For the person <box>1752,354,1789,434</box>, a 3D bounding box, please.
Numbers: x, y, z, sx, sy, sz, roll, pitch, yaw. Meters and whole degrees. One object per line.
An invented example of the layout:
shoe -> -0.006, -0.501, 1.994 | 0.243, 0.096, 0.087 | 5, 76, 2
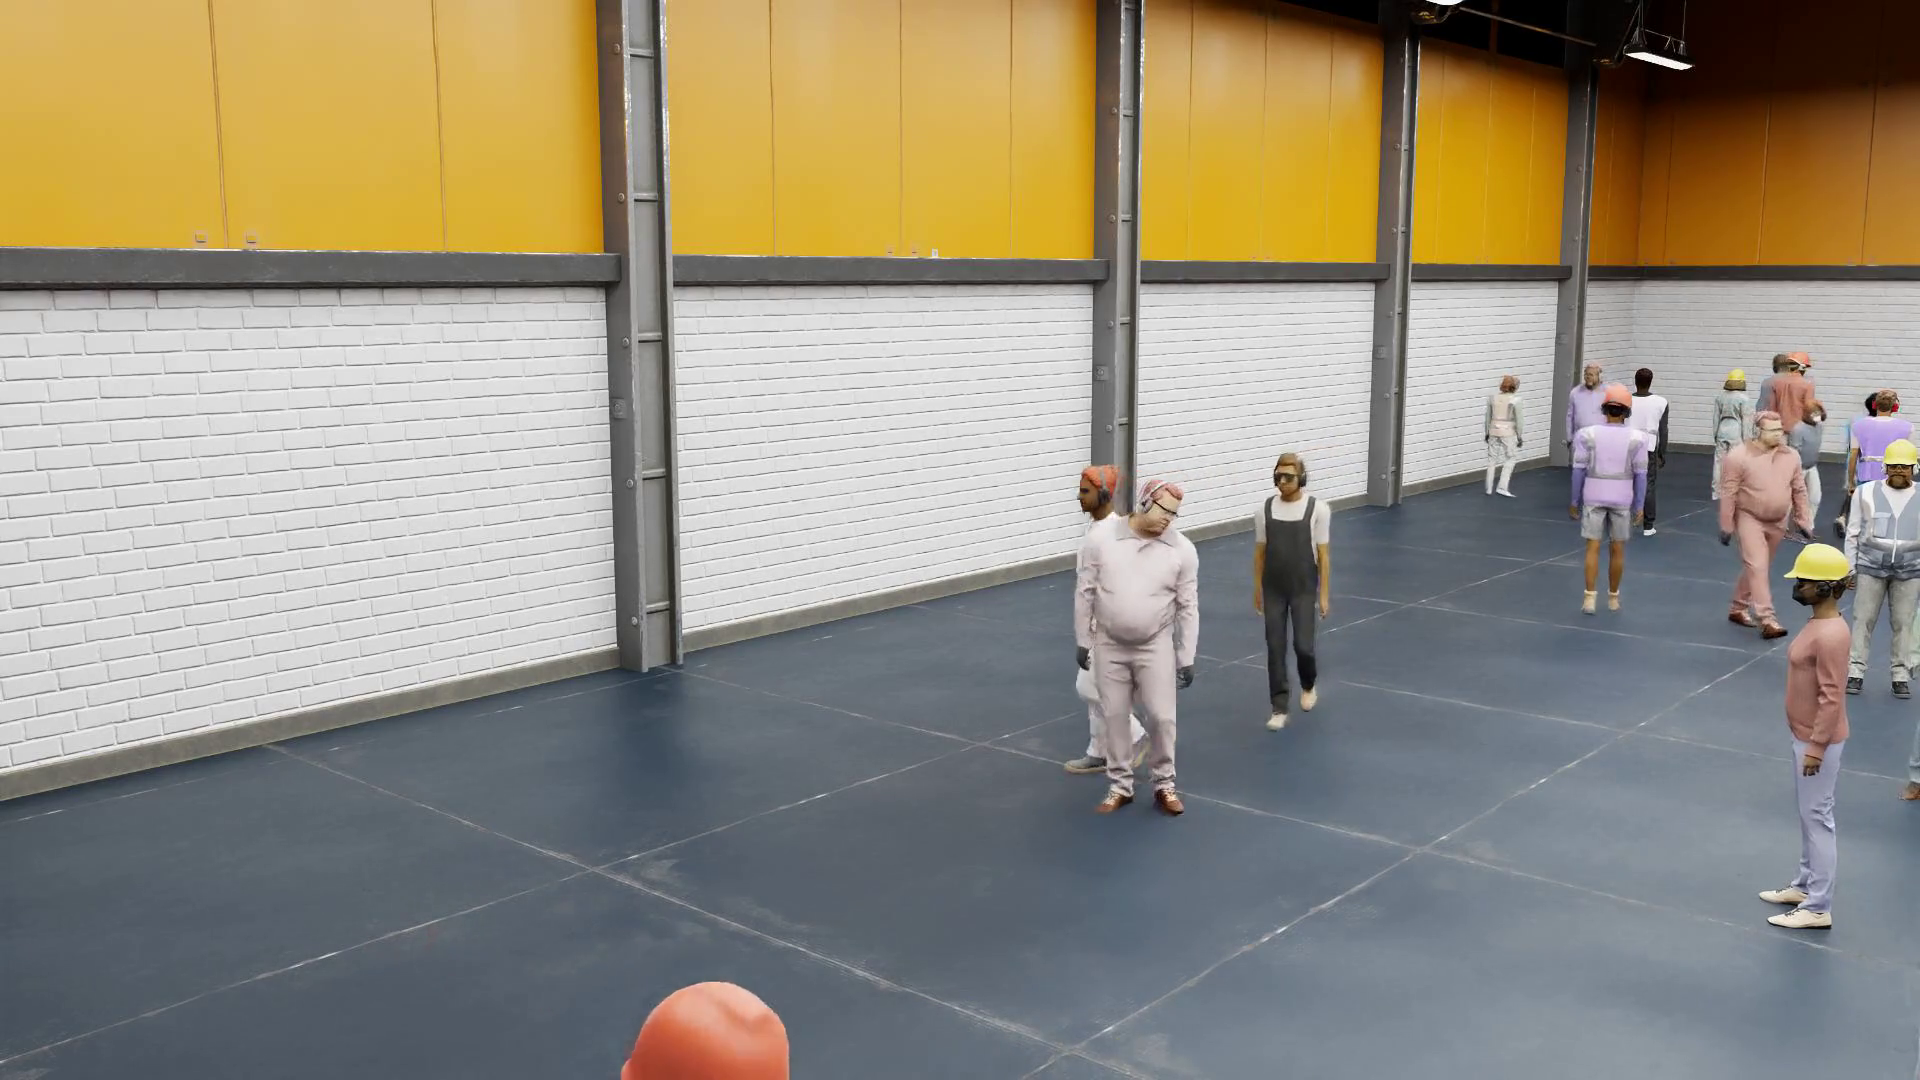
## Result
person -> 11.409, -1.649, 23.215 | 0.646, 1.879, 1.082 | -2, 9, -14

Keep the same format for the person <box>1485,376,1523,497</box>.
person -> 7.320, -1.390, 22.427 | 0.327, 1.625, 0.566 | -7, 11, -38

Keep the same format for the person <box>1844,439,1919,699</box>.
person -> 6.571, 0.200, 11.750 | 0.590, 1.833, 0.404 | 4, 10, 24

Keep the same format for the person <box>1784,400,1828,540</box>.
person -> 9.433, -0.777, 18.607 | 0.517, 1.595, 0.610 | -4, 10, -22

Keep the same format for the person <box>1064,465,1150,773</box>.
person -> 0.847, 0.485, 9.852 | 0.433, 1.872, 0.578 | -1, 9, -8

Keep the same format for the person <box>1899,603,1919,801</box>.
person -> 5.615, 0.699, 9.312 | 0.564, 1.616, 0.329 | 3, 9, 16

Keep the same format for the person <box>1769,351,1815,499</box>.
person -> 10.895, -1.468, 21.755 | 0.399, 1.984, 0.609 | -5, 10, -29

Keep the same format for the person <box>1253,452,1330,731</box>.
person -> 2.183, 0.326, 10.944 | 0.525, 1.834, 0.496 | 4, 10, 25

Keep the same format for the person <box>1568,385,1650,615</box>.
person -> 5.707, -0.336, 14.654 | 0.634, 2.028, 0.753 | 3, 10, 19

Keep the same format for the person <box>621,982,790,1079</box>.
person -> -0.379, 1.620, 2.653 | 0.551, 1.885, 0.942 | -7, 12, -39

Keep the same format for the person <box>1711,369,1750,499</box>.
person -> 10.198, -1.382, 21.973 | 0.325, 1.740, 0.492 | -6, 11, -32

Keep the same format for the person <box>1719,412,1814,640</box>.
person -> 6.668, -0.131, 13.756 | 0.657, 1.852, 0.997 | -1, 9, -8

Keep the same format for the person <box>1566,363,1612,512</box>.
person -> 8.035, -1.315, 21.128 | 0.652, 1.887, 0.709 | 9, 13, 44

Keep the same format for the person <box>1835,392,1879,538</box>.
person -> 10.221, -0.835, 18.767 | 0.752, 1.668, 0.536 | -7, 12, -38

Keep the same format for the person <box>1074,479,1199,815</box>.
person -> 0.971, 0.600, 9.168 | 0.689, 1.889, 0.431 | 2, 9, 13

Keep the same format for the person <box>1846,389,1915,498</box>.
person -> 9.145, -0.571, 16.553 | 0.569, 1.844, 0.378 | 5, 10, 28

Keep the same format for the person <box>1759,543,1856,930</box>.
person -> 3.887, 0.893, 7.614 | 0.310, 1.768, 0.533 | 3, 10, 20

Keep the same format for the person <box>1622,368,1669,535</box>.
person -> 7.789, -1.008, 19.068 | 0.588, 1.920, 0.392 | 3, 10, 21
